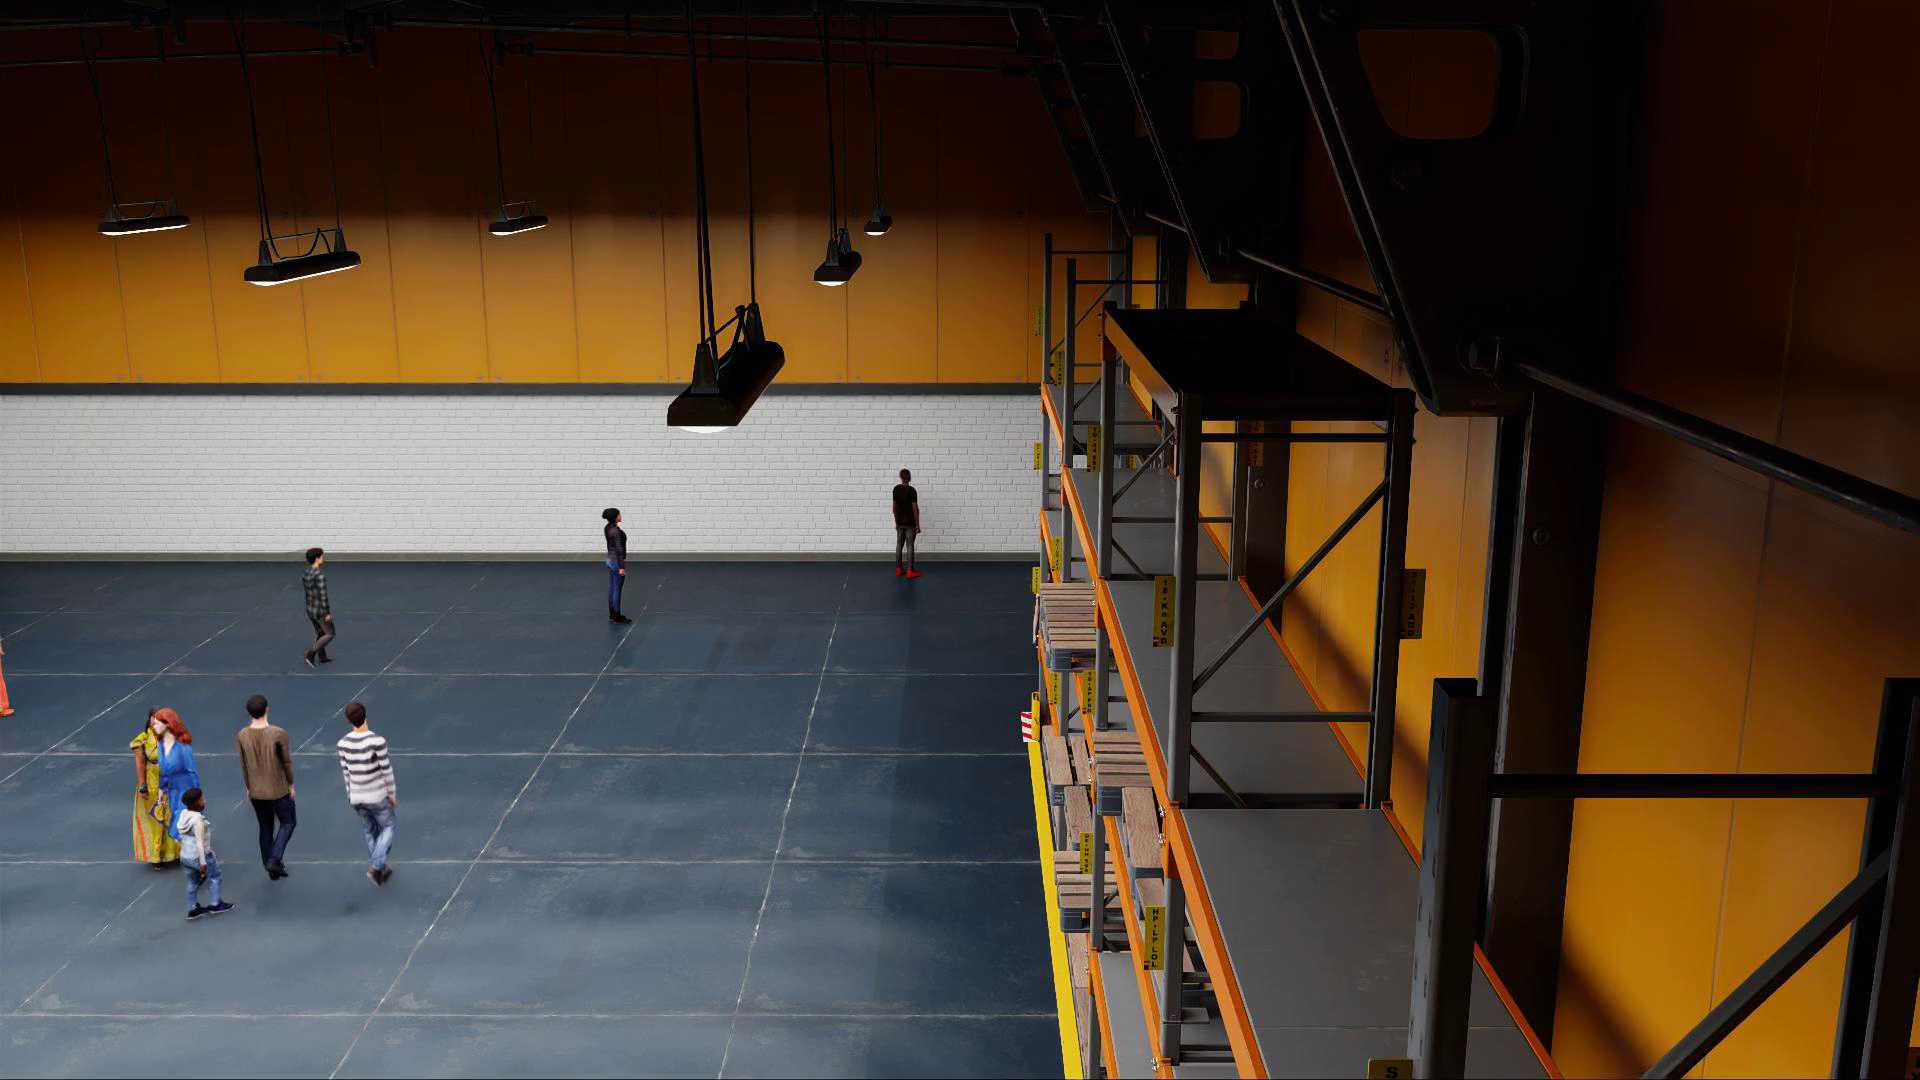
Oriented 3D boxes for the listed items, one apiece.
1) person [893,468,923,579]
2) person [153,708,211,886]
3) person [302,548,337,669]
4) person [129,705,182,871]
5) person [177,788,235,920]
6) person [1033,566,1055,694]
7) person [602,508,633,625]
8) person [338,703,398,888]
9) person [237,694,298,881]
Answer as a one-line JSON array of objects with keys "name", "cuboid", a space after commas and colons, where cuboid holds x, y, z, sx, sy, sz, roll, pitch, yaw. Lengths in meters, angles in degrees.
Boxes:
[{"name": "person", "cuboid": [-0.893, -0.290, 27.347, 0.712, 1.805, 0.722, 9, 16, 33]}, {"name": "person", "cuboid": [-7.384, 2.462, 15.979, 0.773, 1.807, 0.815, 8, 16, 31]}, {"name": "person", "cuboid": [-8.847, 0.953, 22.756, 0.906, 1.710, 0.945, 12, 18, 41]}, {"name": "person", "cuboid": [-7.897, 2.416, 16.482, 1.064, 1.659, 0.984, 11, 18, 39]}, {"name": "person", "cuboid": [-7.094, 2.909, 15.323, 0.623, 1.246, 0.696, 10, 17, 35]}, {"name": "person", "cuboid": [1.169, 1.175, 21.429, 0.673, 1.742, 0.696, 9, 16, 33]}, {"name": "person", "cuboid": [-5.130, 0.372, 24.738, 0.762, 1.745, 0.651, -7, 15, -27]}, {"name": "person", "cuboid": [-5.667, 2.487, 15.859, 0.741, 1.813, 0.907, 2, 14, 8]}, {"name": "person", "cuboid": [-6.671, 2.423, 16.001, 0.644, 1.872, 0.749, 0, 14, 1]}]
